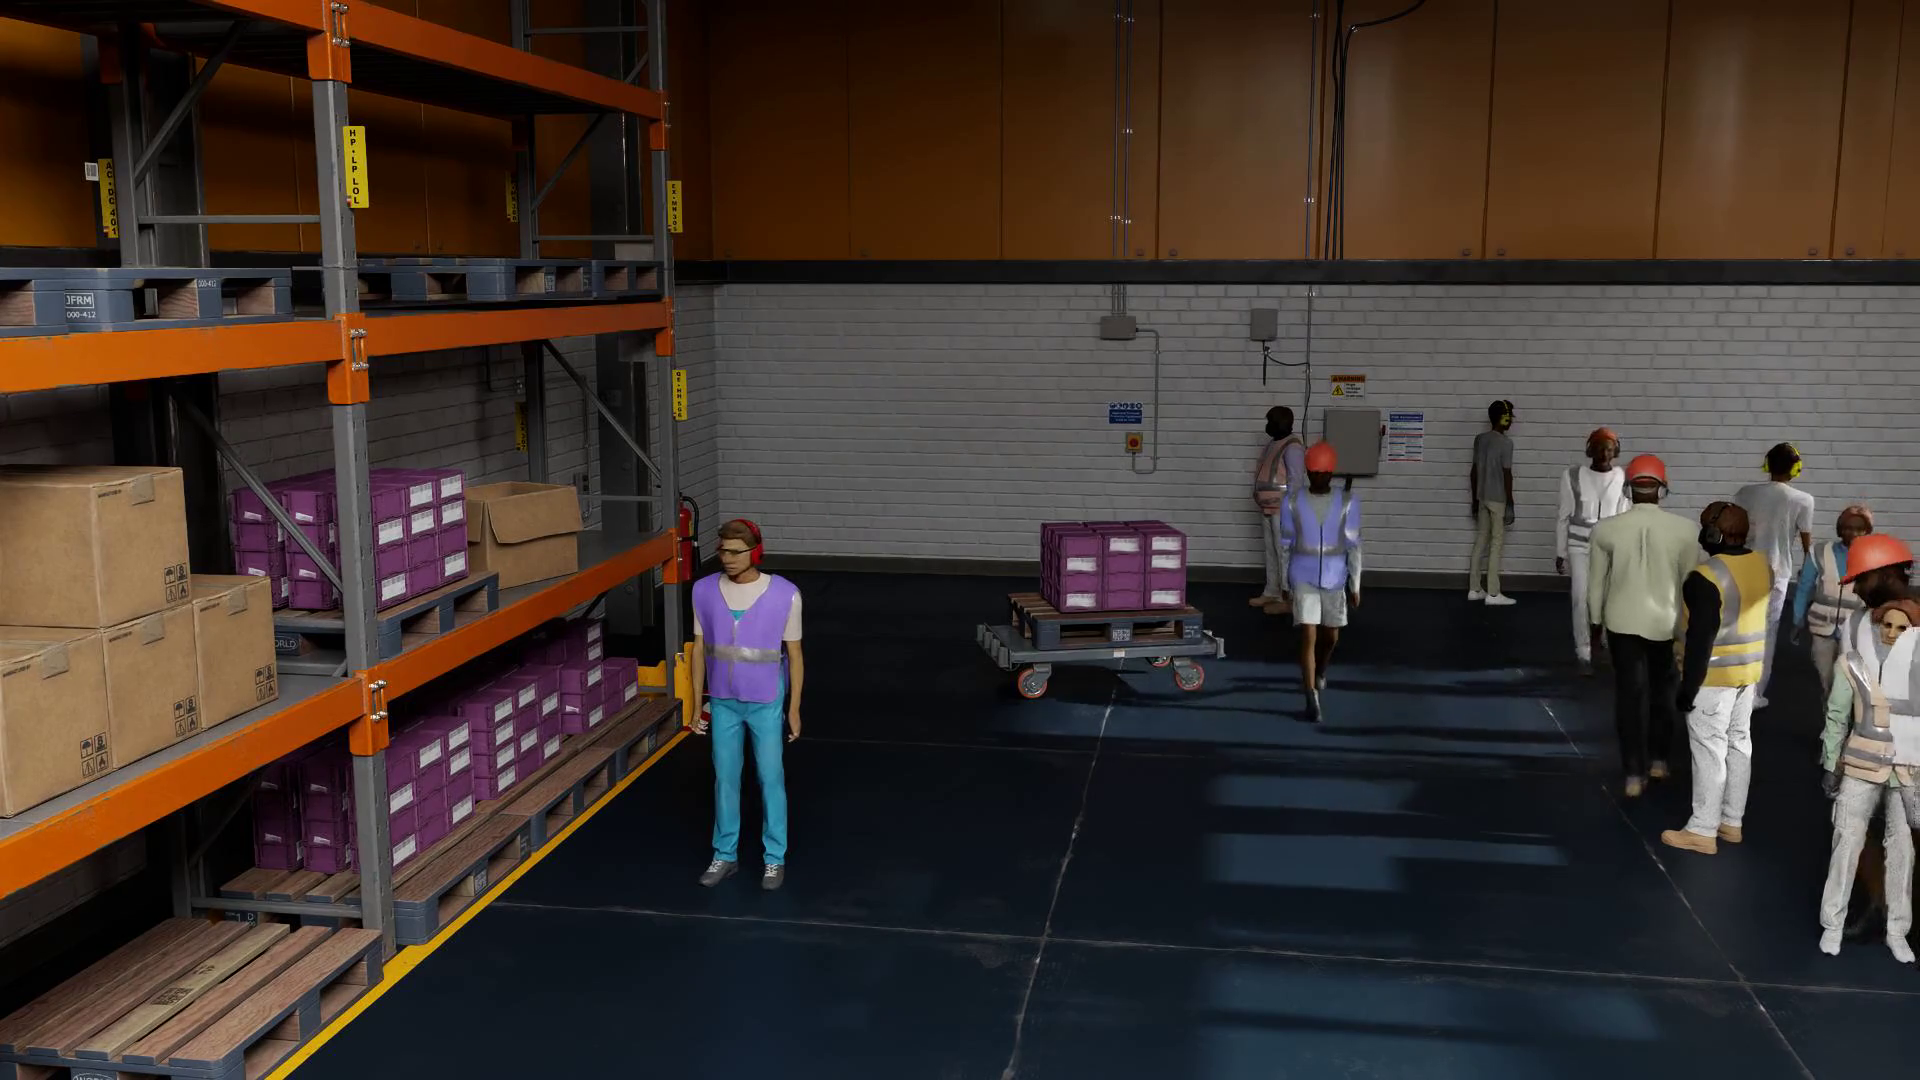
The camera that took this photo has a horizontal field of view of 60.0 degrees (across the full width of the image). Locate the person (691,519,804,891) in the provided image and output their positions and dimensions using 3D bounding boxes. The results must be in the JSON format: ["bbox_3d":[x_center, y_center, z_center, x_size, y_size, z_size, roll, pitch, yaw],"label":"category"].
[{"bbox_3d":[-1.041,0.798,8.180,0.568,1.840,0.374,2,9,12],"label":"person"}]

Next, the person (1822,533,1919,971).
[{"bbox_3d":[4.105,0.927,7.264,0.436,1.894,0.612,-4,10,-25],"label":"person"}]

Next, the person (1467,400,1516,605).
[{"bbox_3d":[4.864,-0.344,15.159,0.309,1.864,0.534,-4,10,-22],"label":"person"}]

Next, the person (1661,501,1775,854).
[{"bbox_3d":[3.950,0.714,8.703,0.624,1.845,0.430,-6,11,-34],"label":"person"}]

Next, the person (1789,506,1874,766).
[{"bbox_3d":[5.522,0.561,10.415,0.517,1.590,0.887,7,12,38],"label":"person"}]

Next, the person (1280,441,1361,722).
[{"bbox_3d":[2.466,0.241,11.472,0.551,1.904,0.891,1,9,6],"label":"person"}]

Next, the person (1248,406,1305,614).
[{"bbox_3d":[2.821,-0.271,14.791,0.429,1.843,0.632,-2,9,-11],"label":"person"}]

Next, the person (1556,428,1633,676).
[{"bbox_3d":[4.752,0.095,12.433,0.578,1.871,0.403,3,10,16],"label":"person"}]

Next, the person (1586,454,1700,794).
[{"bbox_3d":[4.002,0.478,9.766,0.627,1.964,0.661,4,10,22],"label":"person"}]

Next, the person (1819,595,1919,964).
[{"bbox_3d":[4.066,1.043,7.304,0.521,1.636,0.311,3,10,17],"label":"person"}]

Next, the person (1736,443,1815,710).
[{"bbox_3d":[5.665,0.239,11.667,0.561,1.831,0.795,7,12,38],"label":"person"}]
